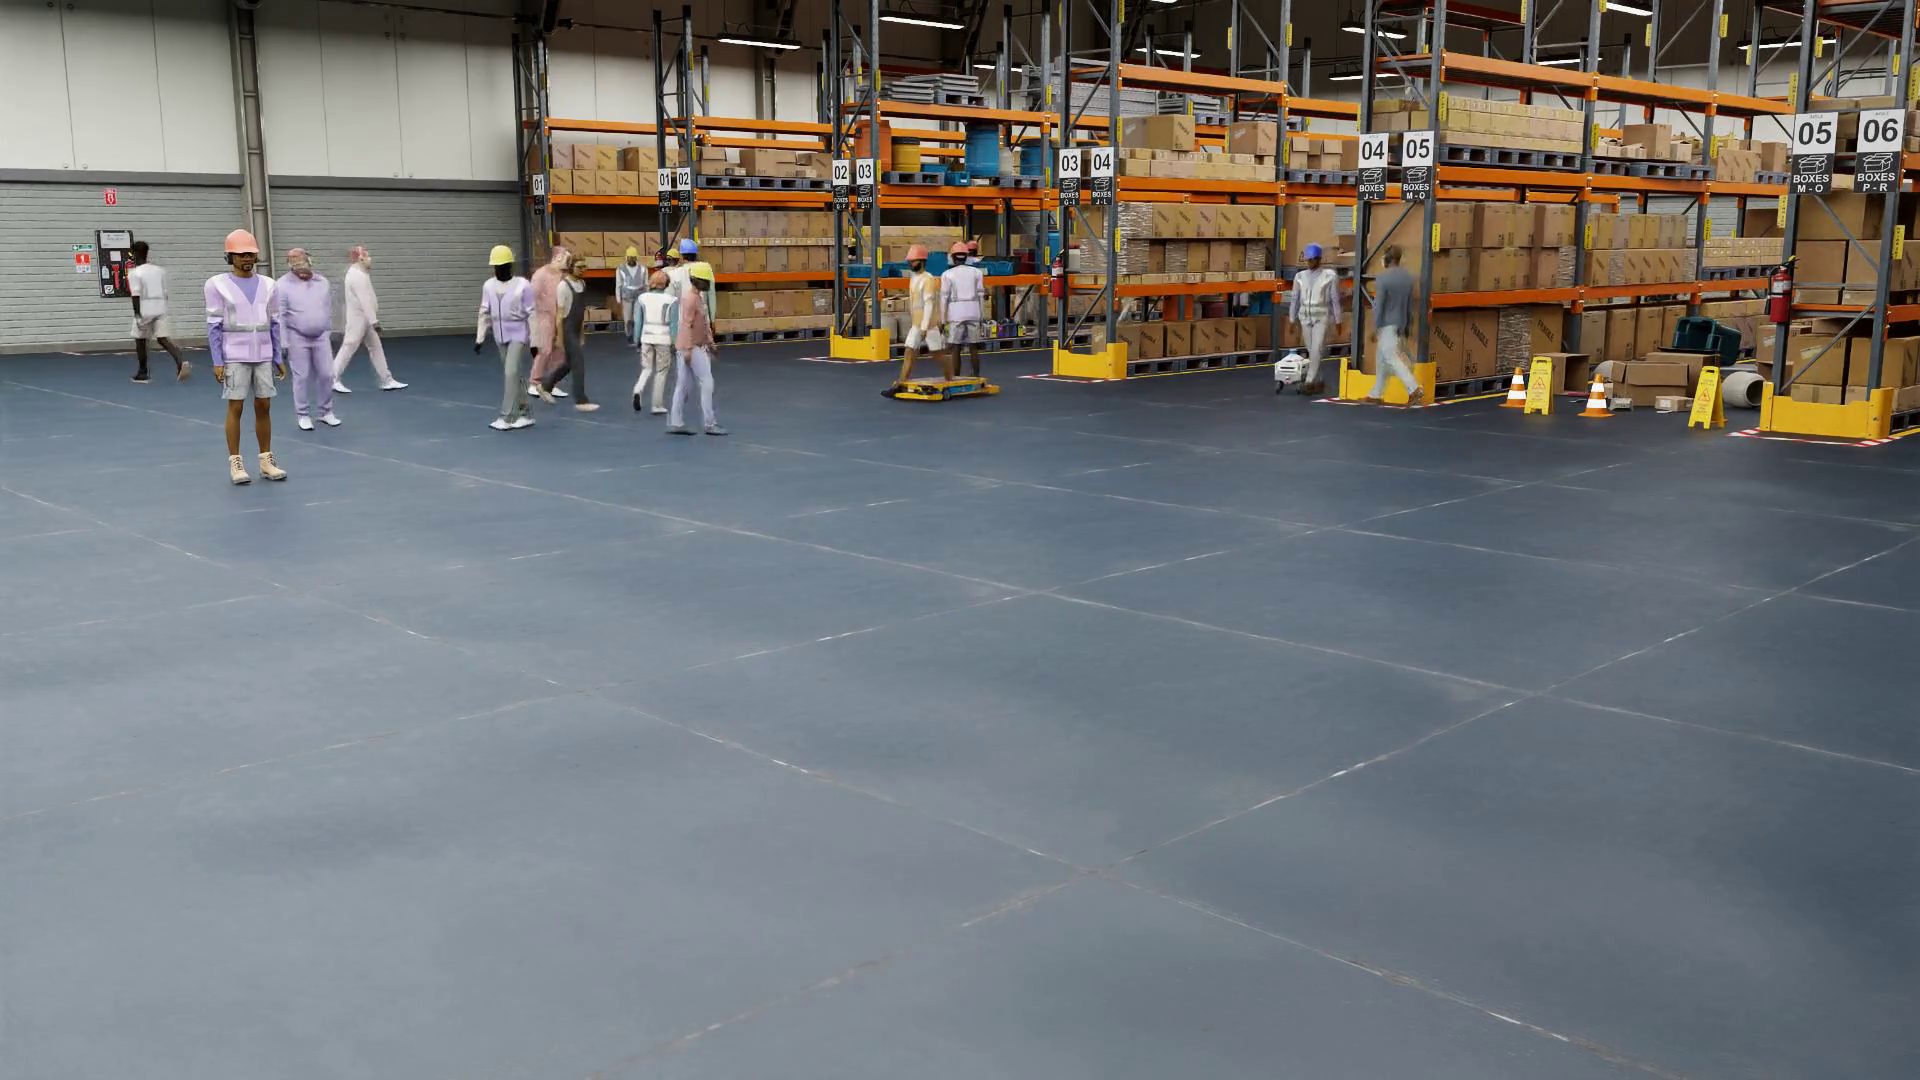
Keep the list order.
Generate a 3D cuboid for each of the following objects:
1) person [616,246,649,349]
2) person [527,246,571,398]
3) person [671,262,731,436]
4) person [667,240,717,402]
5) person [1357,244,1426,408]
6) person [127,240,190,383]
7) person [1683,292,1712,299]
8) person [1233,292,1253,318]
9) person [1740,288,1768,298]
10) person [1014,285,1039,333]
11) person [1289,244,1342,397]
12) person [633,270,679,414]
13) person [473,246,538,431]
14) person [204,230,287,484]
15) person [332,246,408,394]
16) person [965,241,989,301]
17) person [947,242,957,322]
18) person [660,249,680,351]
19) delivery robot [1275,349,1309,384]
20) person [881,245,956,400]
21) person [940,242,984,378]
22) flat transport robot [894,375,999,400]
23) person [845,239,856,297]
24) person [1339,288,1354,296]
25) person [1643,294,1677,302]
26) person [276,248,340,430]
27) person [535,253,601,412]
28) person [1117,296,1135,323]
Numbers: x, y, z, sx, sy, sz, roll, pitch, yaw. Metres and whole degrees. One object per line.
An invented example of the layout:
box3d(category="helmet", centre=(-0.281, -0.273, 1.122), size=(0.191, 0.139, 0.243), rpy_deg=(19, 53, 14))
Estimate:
box3d(category="person", centre=(-5.836, -4.330, 29.675), size=(0.591, 1.814, 0.612), rpy_deg=(-2, 11, -13))
box3d(category="person", centre=(-5.032, -2.699, 20.614), size=(0.461, 1.870, 0.676), rpy_deg=(6, 12, 32))
box3d(category="person", centre=(-2.582, -1.897, 16.589), size=(0.732, 1.722, 0.553), rpy_deg=(-1, 10, -3))
box3d(category="person", centre=(-3.259, -2.661, 20.195), size=(0.614, 1.945, 0.395), rpy_deg=(-4, 11, -18))
box3d(category="person", centre=(5.069, -2.485, 19.361), size=(0.638, 1.911, 0.925), rpy_deg=(-9, 14, -40))
box3d(category="person", centre=(-10.982, -3.102, 22.639), size=(0.858, 1.943, 0.624), rpy_deg=(5, 11, 24))
box3d(category="person", centre=(15.591, -5.367, 35.105), size=(0.572, 1.881, 0.985), rpy_deg=(-7, 13, -34))
box3d(category="person", centre=(5.459, -4.843, 32.154), size=(0.573, 1.925, 0.497), rpy_deg=(9, 14, 42))
box3d(category="person", centre=(15.845, -4.944, 33.009), size=(0.514, 1.817, 0.971), rpy_deg=(-6, 12, -30))
box3d(category="person", centre=(1.341, -4.985, 33.804), size=(0.516, 1.603, 0.828), rpy_deg=(9, 14, 40))
box3d(category="person", centre=(4.475, -2.765, 20.928), size=(0.664, 1.897, 1.026), rpy_deg=(8, 13, 38))
box3d(category="person", centre=(-3.414, -2.201, 18.590), size=(0.522, 1.617, 0.488), rpy_deg=(4, 11, 19))
box3d(category="person", centre=(-4.697, -2.059, 17.073), size=(0.600, 1.883, 0.915), rpy_deg=(5, 12, 26))
box3d(category="person", centre=(-5.796, -1.493, 13.565), size=(0.373, 2.044, 0.606), rpy_deg=(9, 14, 41))
box3d(category="person", centre=(-7.691, -2.819, 21.308), size=(1.000, 1.864, 0.635), rpy_deg=(-3, 11, -18))
box3d(category="person", centre=(0.268, -4.698, 31.444), size=(0.550, 1.884, 0.988), rpy_deg=(7, 13, 34))
box3d(category="person", centre=(-0.085, -5.203, 34.321), size=(0.519, 1.855, 0.358), rpy_deg=(3, 11, 16))
box3d(category="person", centre=(-4.955, -4.148, 28.799), size=(0.534, 1.767, 0.319), rpy_deg=(4, 11, 23))
box3d(category="delivery robot", centre=(4.287, -2.212, 21.405), size=(0.477, 0.478, 0.707), rpy_deg=(4, 11, 23))
box3d(category="person", centre=(-0.462, -2.653, 20.350), size=(1.008, 1.880, 0.564), rpy_deg=(-6, 12, -30))
box3d(category="person", centre=(0.019, -2.852, 21.334), size=(0.576, 1.908, 0.497), rpy_deg=(-2, 11, -12))
box3d(category="flat transport robot", centre=(-0.204, -1.909, 20.783), size=(0.652, 0.197, 1.431), rpy_deg=(8, 13, 38))
box3d(category="person", centre=(-2.268, -5.465, 35.534), size=(0.369, 1.925, 0.594), rpy_deg=(-9, 14, -42))
box3d(category="person", centre=(7.813, -5.108, 33.638), size=(0.409, 1.913, 0.642), rpy_deg=(-7, 12, -32))
box3d(category="person", centre=(12.908, -4.540, 30.582), size=(0.599, 1.903, 0.646), rpy_deg=(10, 14, 42))
box3d(category="person", centre=(-6.769, -2.067, 17.178), size=(0.519, 1.867, 0.666), rpy_deg=(10, 14, 43))
box3d(category="person", centre=(-4.553, -2.372, 19.013), size=(0.786, 1.810, 0.556), rpy_deg=(2, 11, 11))
box3d(category="person", centre=(3.583, -5.418, 35.504), size=(0.520, 1.844, 0.841), rpy_deg=(8, 13, 37))
